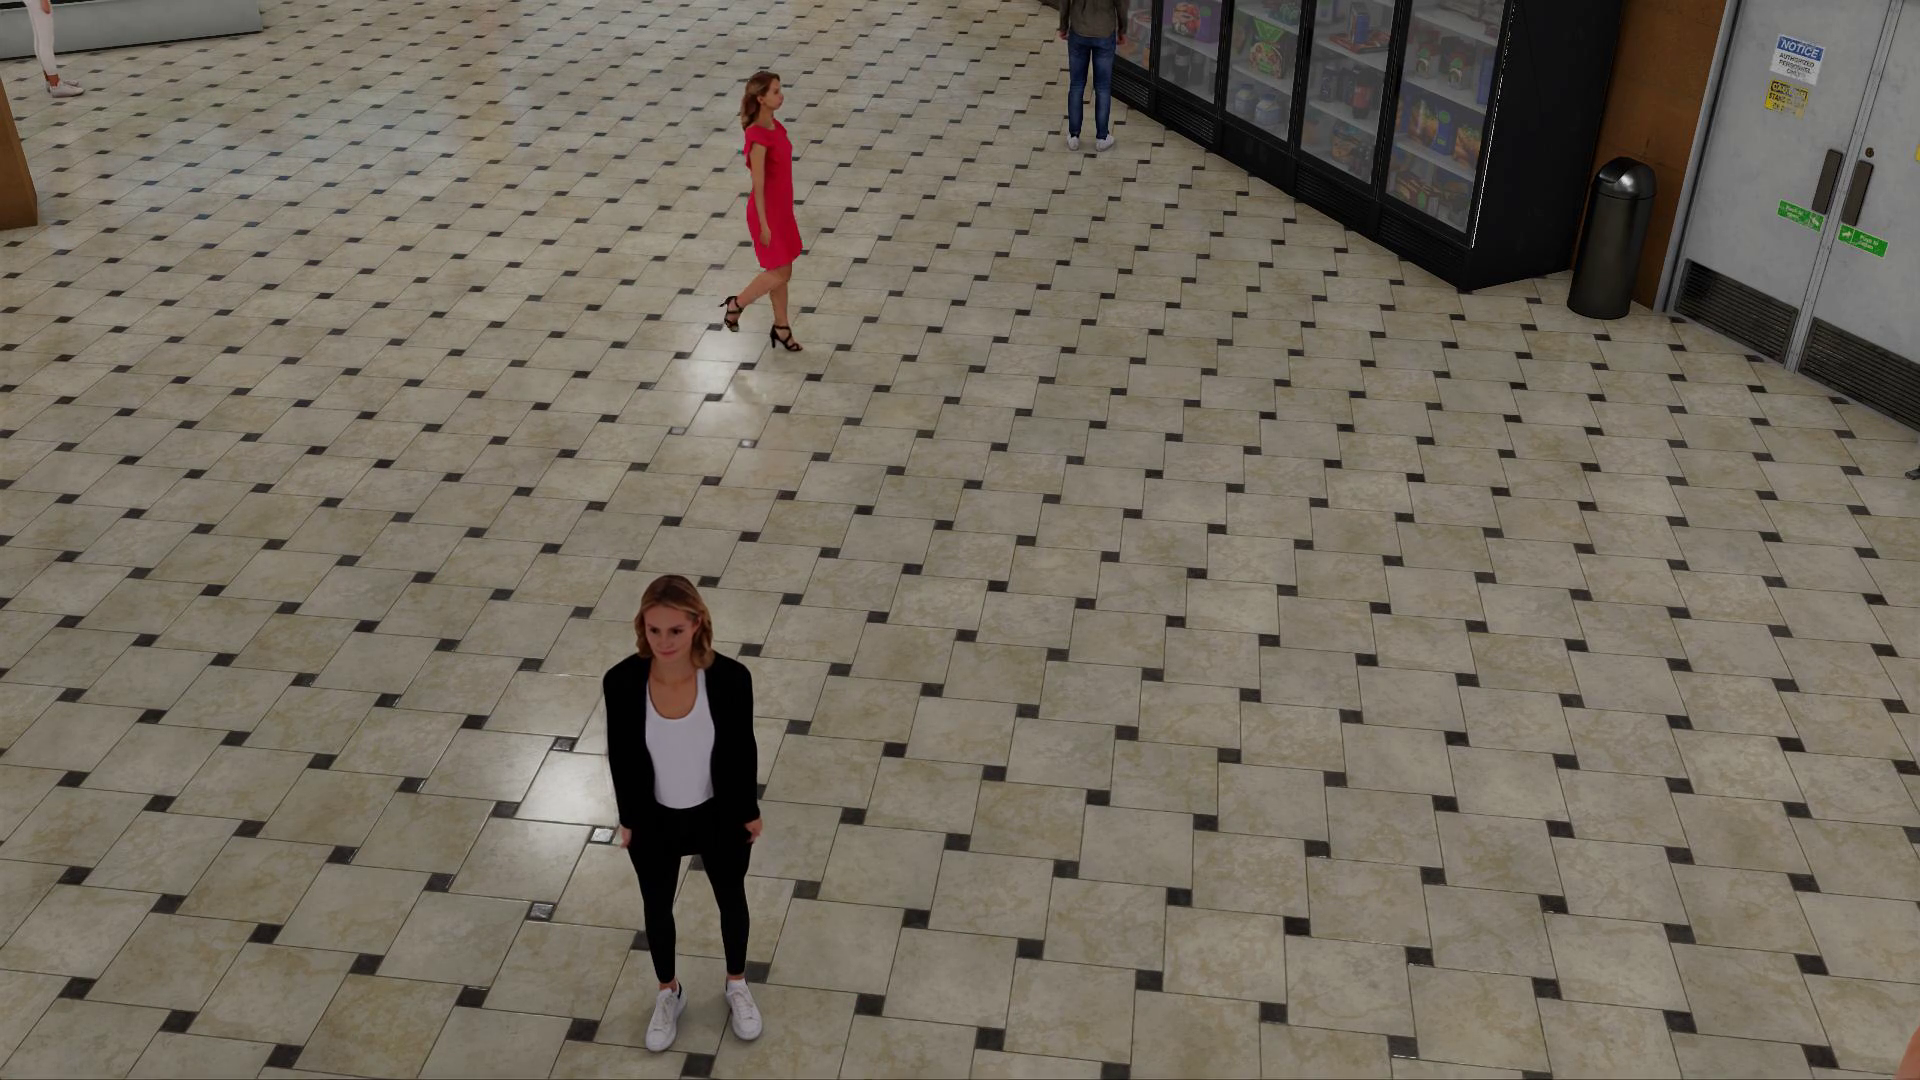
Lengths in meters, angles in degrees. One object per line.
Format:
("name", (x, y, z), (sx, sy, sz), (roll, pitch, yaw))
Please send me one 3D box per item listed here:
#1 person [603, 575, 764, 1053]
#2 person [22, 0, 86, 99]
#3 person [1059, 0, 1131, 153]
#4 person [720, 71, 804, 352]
("person", (-0.858, 0.875, 5.282), (0.577, 1.801, 0.728), (-3, 32, -4))
("person", (-7.990, -4.706, 14.346), (0.546, 1.701, 0.635), (-18, 36, -27))
("person", (1.032, -3.983, 13.028), (0.739, 1.867, 0.853), (5, 32, 8))
("person", (-1.202, -1.921, 9.855), (0.897, 1.718, 0.811), (6, 32, 10))
